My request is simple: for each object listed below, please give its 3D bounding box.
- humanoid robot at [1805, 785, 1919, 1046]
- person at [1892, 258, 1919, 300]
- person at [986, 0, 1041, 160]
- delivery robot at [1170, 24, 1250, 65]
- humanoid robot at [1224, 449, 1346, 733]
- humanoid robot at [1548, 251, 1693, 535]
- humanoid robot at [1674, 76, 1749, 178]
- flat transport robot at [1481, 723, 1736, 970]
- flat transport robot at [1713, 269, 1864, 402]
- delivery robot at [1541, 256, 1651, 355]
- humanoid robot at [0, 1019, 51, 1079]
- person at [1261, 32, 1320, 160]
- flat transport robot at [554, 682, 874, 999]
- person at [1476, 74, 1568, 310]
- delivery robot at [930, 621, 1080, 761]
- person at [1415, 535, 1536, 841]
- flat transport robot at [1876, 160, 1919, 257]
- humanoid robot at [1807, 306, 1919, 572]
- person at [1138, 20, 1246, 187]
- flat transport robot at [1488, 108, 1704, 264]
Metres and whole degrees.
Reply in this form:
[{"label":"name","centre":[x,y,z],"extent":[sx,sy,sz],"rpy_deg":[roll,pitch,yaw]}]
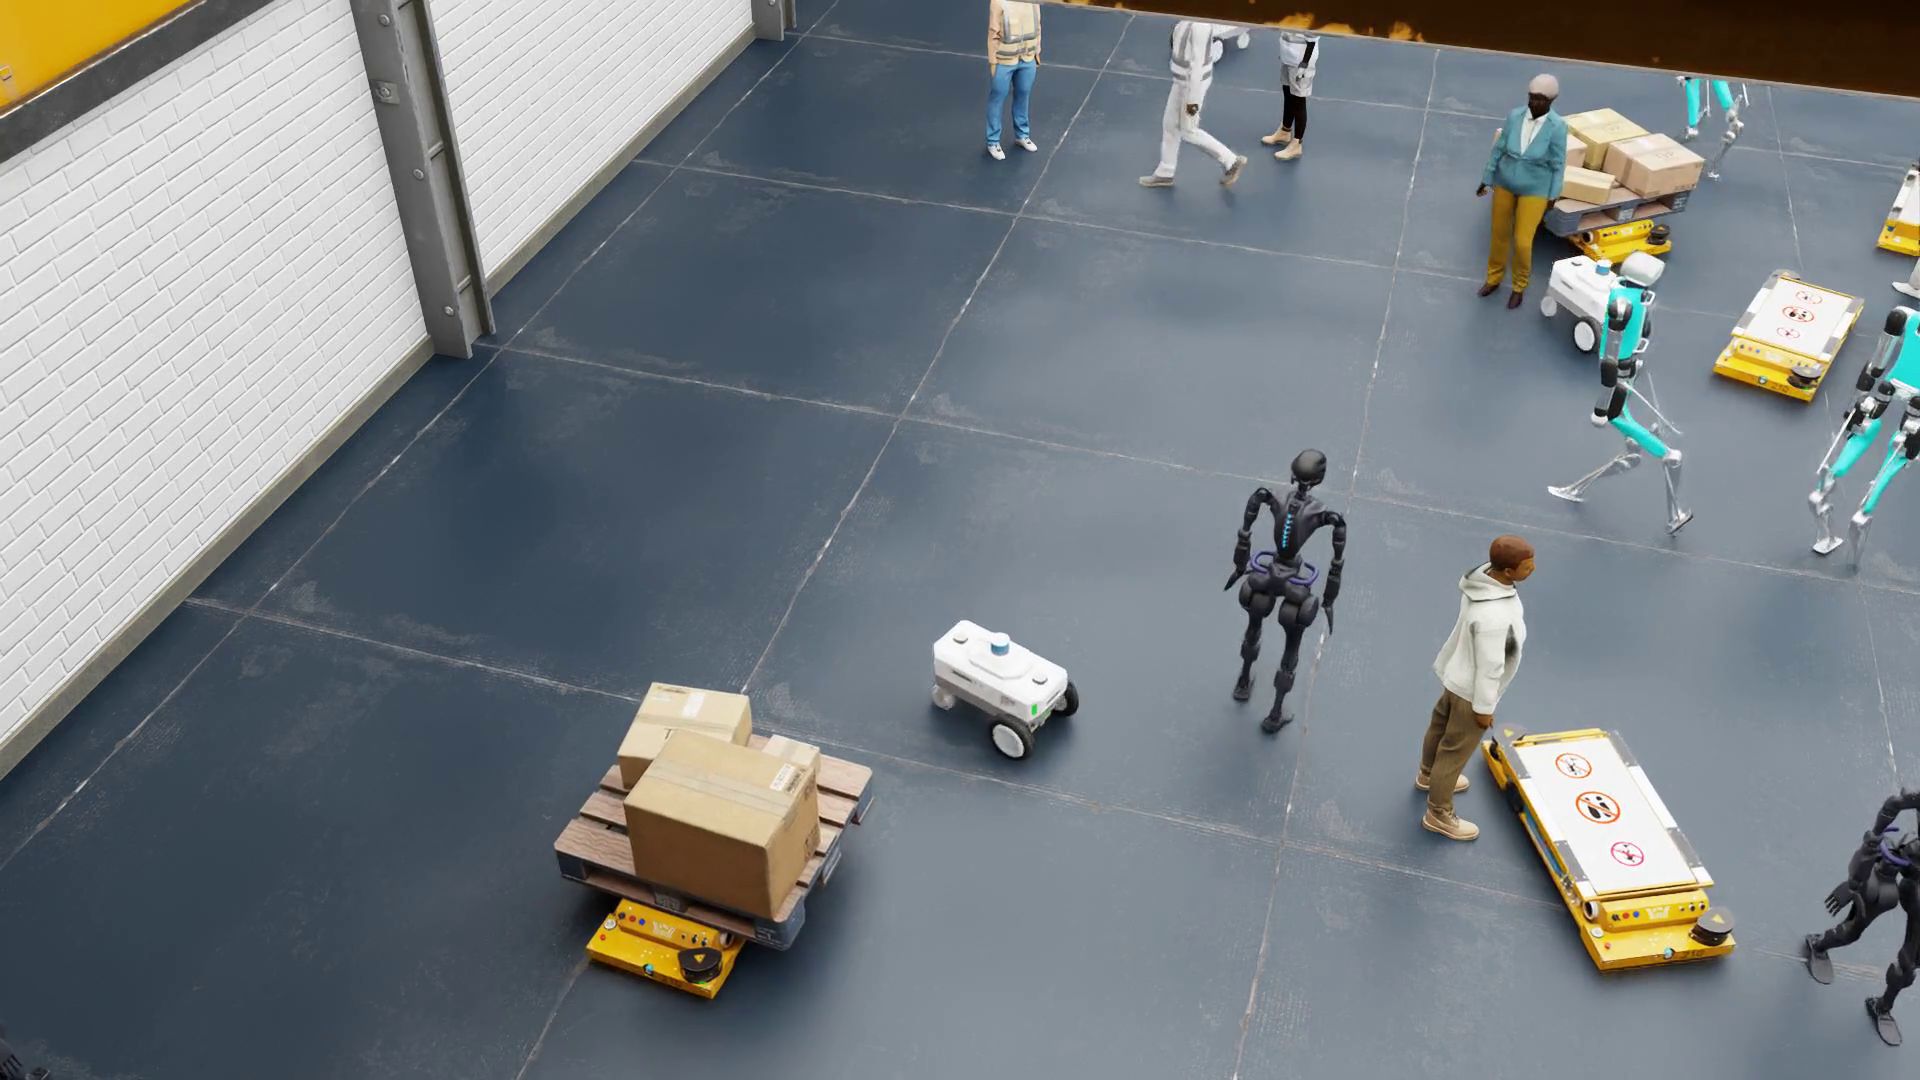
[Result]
[{"label":"humanoid robot","centre":[4.065,1.429,7.119],"extent":[0.598,1.642,0.526],"rpy_deg":[3,39,4]},{"label":"person","centre":[7.235,-2.504,12.024],"extent":[0.512,1.639,0.310],"rpy_deg":[-10,40,-12]},{"label":"person","centre":[0.446,-4.030,13.860],"extent":[0.487,1.720,0.379],"rpy_deg":[-19,43,-22]},{"label":"delivery robot","centre":[2.415,-4.897,15.876],"extent":[0.781,0.605,0.499],"rpy_deg":[-28,47,-30]},{"label":"humanoid robot","centre":[1.650,0.254,8.574],"extent":[0.609,1.652,0.424],"rpy_deg":[18,42,21]},{"label":"humanoid robot","centre":[4.169,-0.812,9.858],"extent":[0.945,1.763,0.546],"rpy_deg":[20,43,23]},{"label":"humanoid robot","centre":[6.196,-3.758,13.552],"extent":[0.533,1.804,0.796],"rpy_deg":[-5,39,-6]},{"label":"flat transport robot","centre":[3.164,1.452,8.198],"extent":[0.659,0.231,1.431],"rpy_deg":[-5,39,-7]},{"label":"flat transport robot","centre":[5.922,-1.477,11.841],"extent":[0.659,0.231,1.431],"rpy_deg":[24,45,27]},{"label":"delivery robot","centre":[4.556,-1.712,11.903],"extent":[0.499,0.592,0.774],"rpy_deg":[-14,41,-17]},{"label":"humanoid robot","centre":[-4.029,1.940,6.492],"extent":[0.610,1.623,0.757],"rpy_deg":[4,39,5]},{"label":"person","centre":[2.803,-4.021,13.864],"extent":[0.318,1.699,0.534],"rpy_deg":[-7,39,-9]},{"label":"flat transport robot","centre":[-1.166,1.535,8.095],"extent":[0.659,0.231,1.431],"rpy_deg":[14,41,17]},{"label":"person","centre":[4.001,-2.498,11.938],"extent":[0.548,1.741,0.451],"rpy_deg":[31,48,33]},{"label":"delivery robot","centre":[0.207,0.741,8.842],"extent":[0.756,0.580,0.499],"rpy_deg":[25,45,28]},{"label":"person","centre":[2.440,0.681,7.961],"extent":[0.366,1.767,0.531],"rpy_deg":[4,39,6]},{"label":"flat transport robot","centre":[7.799,-2.604,13.243],"extent":[0.659,0.231,1.431],"rpy_deg":[22,44,25]},{"label":"humanoid robot","centre":[5.254,-0.532,9.551],"extent":[0.654,1.863,0.552],"rpy_deg":[-29,47,-31]},{"label":"person","centre":[1.916,-3.652,13.283],"extent":[0.792,1.860,0.577],"rpy_deg":[0,39,0]},{"label":"flat transport robot","centre":[4.953,-2.645,13.294],"extent":[0.659,0.231,1.431],"rpy_deg":[-14,41,-16]}]
